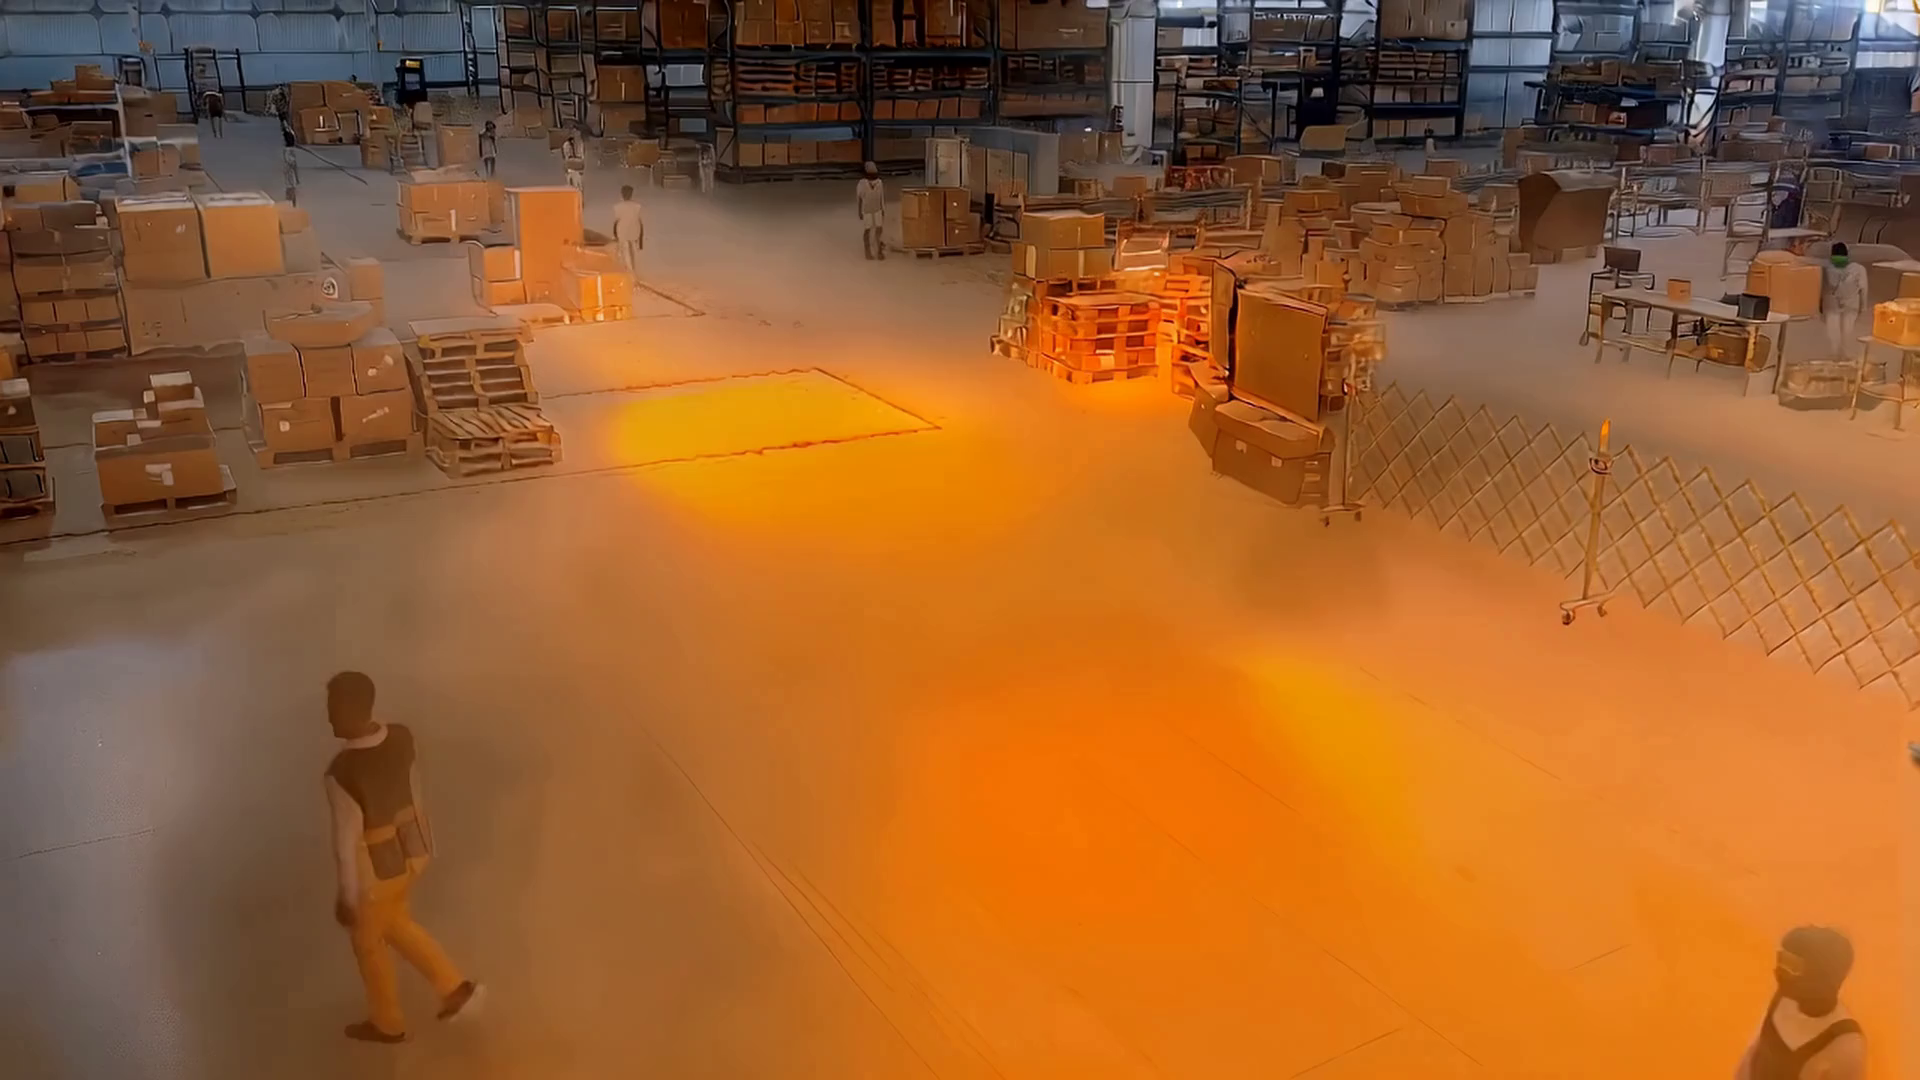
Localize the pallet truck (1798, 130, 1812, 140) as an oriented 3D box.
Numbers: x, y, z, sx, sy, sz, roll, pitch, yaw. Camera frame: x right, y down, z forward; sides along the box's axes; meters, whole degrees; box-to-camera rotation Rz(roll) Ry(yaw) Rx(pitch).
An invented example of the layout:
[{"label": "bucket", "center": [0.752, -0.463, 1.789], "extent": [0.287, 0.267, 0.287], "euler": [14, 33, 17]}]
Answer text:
[{"label": "pallet truck", "center": [25.526, -11.556, 49.408], "extent": [1.630, 1.274, 0.653], "euler": [-9, 20, -26]}]

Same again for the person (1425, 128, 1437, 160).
[{"label": "person", "center": [12.716, -10.304, 44.983], "extent": [0.281, 1.624, 0.493], "euler": [2, 18, 6]}]

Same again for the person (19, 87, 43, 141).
[{"label": "person", "center": [-34.344, -15.744, 61.435], "extent": [0.631, 1.940, 0.372], "euler": [3, 18, 11]}]

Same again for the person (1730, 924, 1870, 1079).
[{"label": "person", "center": [2.951, 2.153, 5.893], "extent": [1.012, 1.796, 0.508], "euler": [2, 18, 7]}]

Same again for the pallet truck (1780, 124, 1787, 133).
[{"label": "pallet truck", "center": [25.206, -12.542, 52.601], "extent": [1.601, 1.201, 0.680], "euler": [0, 18, -2]}]

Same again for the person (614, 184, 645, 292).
[{"label": "person", "center": [-5.727, -5.226, 28.797], "extent": [0.529, 1.849, 0.794], "euler": [-8, 19, -23]}]

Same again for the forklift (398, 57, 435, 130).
[{"label": "forklift", "center": [-22.000, -18.030, 67.046], "extent": [1.129, 2.768, 1.873], "euler": [-9, 20, -26]}]

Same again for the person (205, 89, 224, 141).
[{"label": "person", "center": [-27.601, -15.721, 61.519], "extent": [0.429, 1.845, 0.621], "euler": [15, 23, 39]}]

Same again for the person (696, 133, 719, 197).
[{"label": "person", "center": [-6.594, -9.804, 43.429], "extent": [0.541, 1.606, 0.758], "euler": [5, 18, 16]}]

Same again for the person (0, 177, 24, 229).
[{"label": "person", "center": [-16.597, -5.409, 29.246], "extent": [0.441, 1.916, 0.566], "euler": [-3, 18, -9]}]

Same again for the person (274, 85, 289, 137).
[{"label": "person", "center": [-25.756, -16.310, 63.224], "extent": [0.553, 1.922, 0.441], "euler": [2, 18, 7]}]

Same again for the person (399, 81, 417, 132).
[{"label": "person", "center": [-21.554, -16.895, 64.974], "extent": [0.614, 1.972, 0.508], "euler": [-14, 23, -38]}]

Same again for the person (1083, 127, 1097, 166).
[{"label": "person", "center": [3.510, -9.967, 43.729], "extent": [0.446, 1.753, 0.561], "euler": [-12, 22, -34]}]

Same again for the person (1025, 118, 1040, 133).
[{"label": "person", "center": [2.112, -11.485, 48.633], "extent": [0.516, 1.645, 0.308], "euler": [10, 20, 28]}]

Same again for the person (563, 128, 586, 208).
[{"label": "person", "center": [-9.450, -9.129, 40.814], "extent": [0.548, 1.937, 0.379], "euler": [-2, 18, -7]}]

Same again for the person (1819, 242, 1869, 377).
[{"label": "person", "center": [11.788, -3.086, 22.253], "extent": [0.613, 1.769, 0.636], "euler": [12, 21, 33]}]

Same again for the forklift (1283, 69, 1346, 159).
[{"label": "forklift", "center": [11.615, -13.871, 54.079], "extent": [1.129, 2.768, 1.873], "euler": [-9, 20, -27]}]

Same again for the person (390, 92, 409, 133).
[{"label": "person", "center": [-19.610, -14.711, 58.264], "extent": [0.593, 1.911, 0.383], "euler": [-7, 19, -20]}]

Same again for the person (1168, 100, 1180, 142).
[{"label": "person", "center": [7.615, -14.697, 58.710], "extent": [0.504, 1.610, 0.735], "euler": [-7, 19, -21]}]

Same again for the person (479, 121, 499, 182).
[{"label": "person", "center": [-13.306, -10.980, 46.988], "extent": [0.322, 1.689, 0.530], "euler": [15, 23, 39]}]

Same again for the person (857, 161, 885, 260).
[{"label": "person", "center": [-1.688, -6.365, 32.225], "extent": [0.582, 1.912, 0.704], "euler": [-10, 20, -27]}]

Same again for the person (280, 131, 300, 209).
[{"label": "person", "center": [-15.860, -8.694, 39.436], "extent": [0.605, 1.956, 0.392], "euler": [16, 24, 41]}]

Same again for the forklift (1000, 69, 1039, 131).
[{"label": "forklift", "center": [2.160, -13.794, 53.838], "extent": [1.873, 2.768, 1.129], "euler": [-9, 20, -26]}]

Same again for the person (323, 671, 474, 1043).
[{"label": "person", "center": [-2.676, 1.503, 7.732], "extent": [0.517, 1.904, 0.590], "euler": [3, 18, 11]}]

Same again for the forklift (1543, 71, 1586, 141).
[{"label": "forklift", "center": [18.685, -13.231, 52.085], "extent": [1.873, 2.768, 1.129], "euler": [-9, 20, -26]}]

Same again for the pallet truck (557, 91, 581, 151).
[{"label": "pallet truck", "center": [-13.495, -14.412, 57.188], "extent": [0.823, 1.965, 1.885], "euler": [-3, 18, -9]}]

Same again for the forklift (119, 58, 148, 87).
[{"label": "forklift", "center": [-32.353, -17.503, 65.400], "extent": [1.129, 2.768, 1.873], "euler": [-9, 20, -26]}]
